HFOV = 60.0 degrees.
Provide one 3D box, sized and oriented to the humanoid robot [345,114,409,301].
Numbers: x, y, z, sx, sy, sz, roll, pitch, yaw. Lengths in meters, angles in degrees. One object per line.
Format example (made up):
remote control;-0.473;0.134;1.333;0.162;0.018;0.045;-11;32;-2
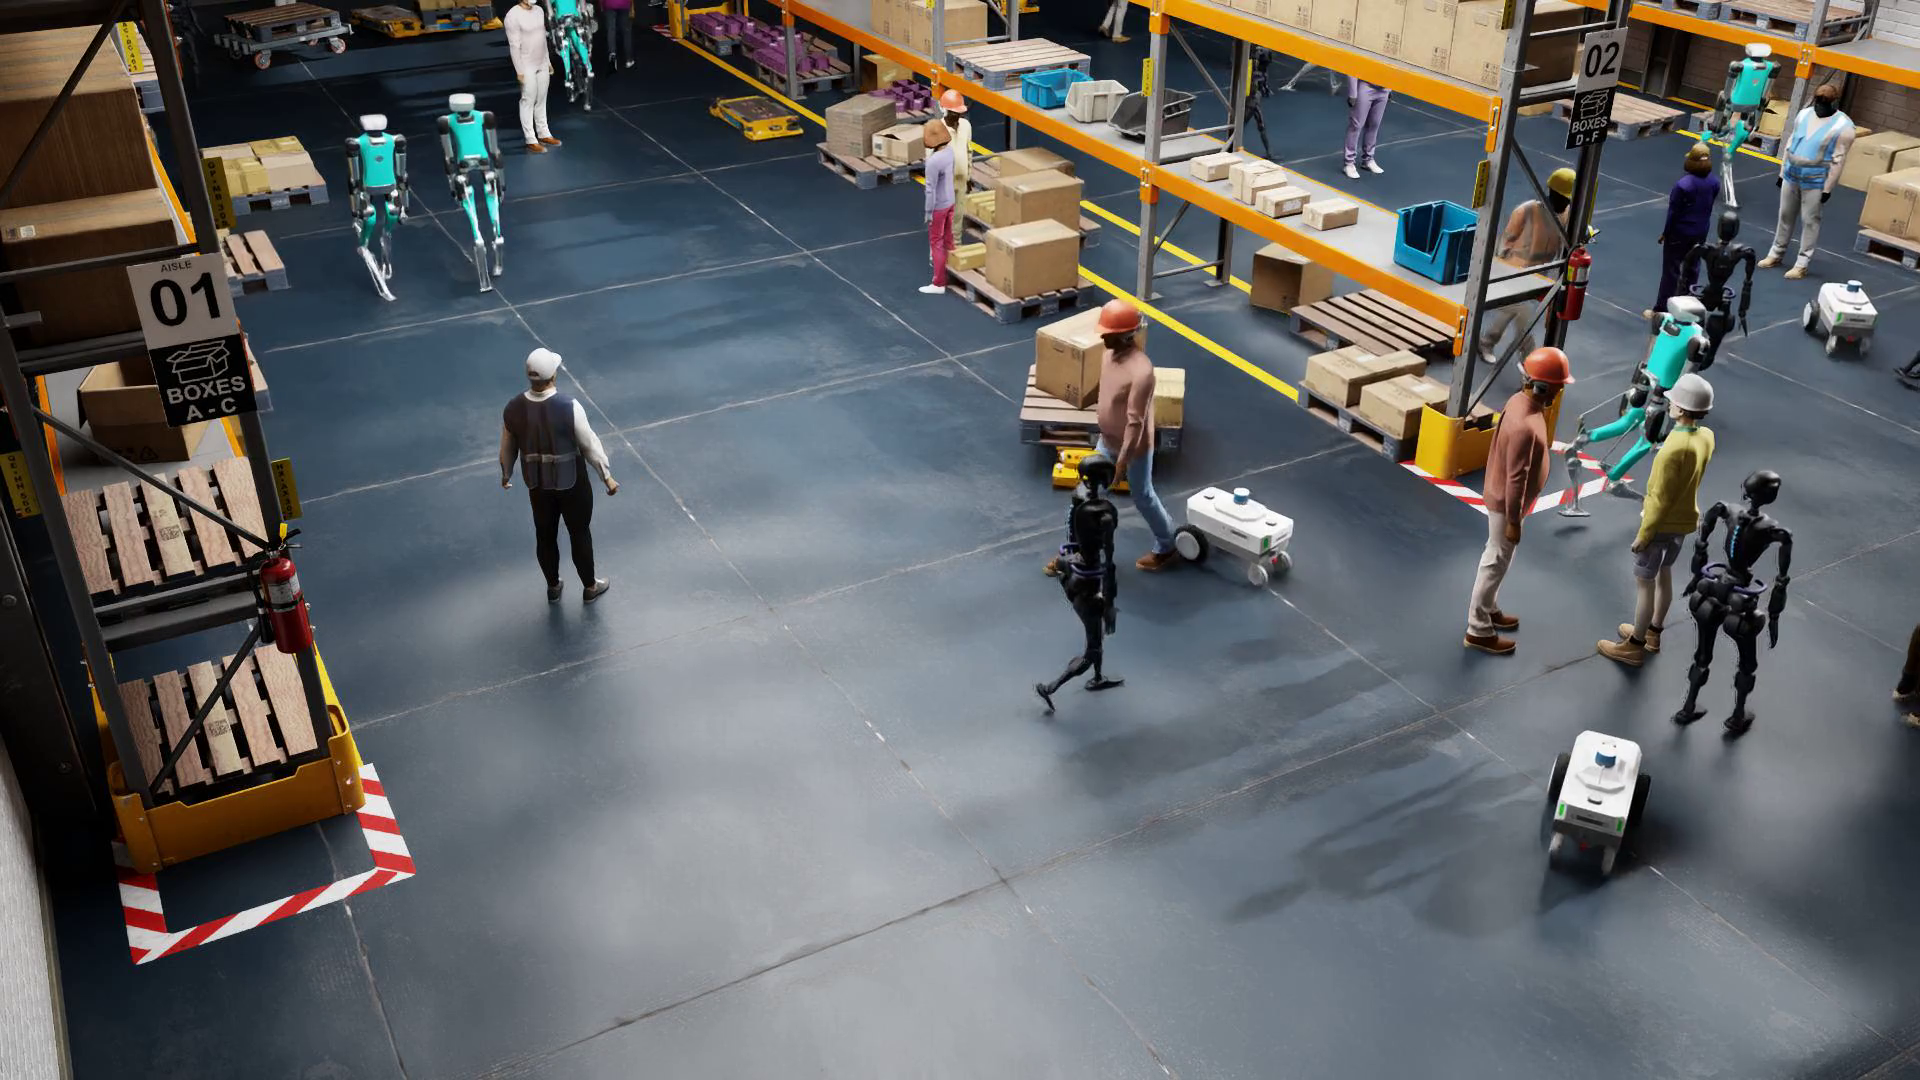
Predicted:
humanoid robot;-5.414;-3.128;15.428;0.579;1.789;0.967;-16;33;-26

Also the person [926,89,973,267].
person;-0.084;-3.442;15.917;0.559;1.743;0.342;-24;38;-36

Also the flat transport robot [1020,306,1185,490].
flat transport robot;1.094;-0.801;12.804;0.659;0.231;1.431;4;30;7

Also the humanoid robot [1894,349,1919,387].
humanoid robot;8.104;-2.059;13.585;0.397;1.649;0.608;23;37;34

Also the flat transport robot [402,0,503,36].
flat transport robot;-7.640;-7.772;24.940;1.431;0.231;0.659;-12;32;-19

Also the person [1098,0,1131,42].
person;2.295;-8.078;23.885;0.430;1.860;0.606;-10;31;-17

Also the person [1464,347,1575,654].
person;3.384;-0.248;10.123;0.404;1.986;0.613;10;31;16

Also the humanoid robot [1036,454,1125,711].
humanoid robot;0.708;0.225;9.624;0.620;1.639;0.595;-10;31;-17

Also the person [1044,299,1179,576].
person;1.048;-0.653;10.851;0.869;1.968;0.627;-13;32;-22

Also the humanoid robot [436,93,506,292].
humanoid robot;-4.494;-3.164;15.541;0.555;1.885;0.777;-9;31;-15

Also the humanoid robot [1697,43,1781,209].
humanoid robot;8.165;-4.429;17.655;0.537;1.765;0.901;-2;30;-3

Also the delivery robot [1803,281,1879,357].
delivery robot;7.753;-1.980;14.559;0.499;0.585;0.784;6;30;11

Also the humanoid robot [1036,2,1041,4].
humanoid robot;1.138;-9.356;26.267;0.315;1.659;0.599;-8;31;-14

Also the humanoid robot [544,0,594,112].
humanoid robot;-4.832;-6.174;20.686;0.567;1.754;0.890;-7;31;-12

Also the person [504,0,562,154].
person;-4.957;-5.496;19.303;0.372;1.940;0.626;13;32;21

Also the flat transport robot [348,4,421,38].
flat transport robot;-8.546;-7.789;24.968;0.659;0.231;1.431;-26;39;-38

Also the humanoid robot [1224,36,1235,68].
humanoid robot;3.777;-7.266;22.660;0.305;1.649;0.611;-4;30;-7

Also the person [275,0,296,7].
person;-10.015;-8.483;24.603;0.431;1.840;0.623;7;31;12

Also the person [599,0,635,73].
person;-4.650;-7.257;22.480;0.507;1.819;0.741;-2;30;-3

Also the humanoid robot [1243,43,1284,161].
humanoid robot;3.415;-5.178;19.071;0.798;1.618;0.614;12;32;20

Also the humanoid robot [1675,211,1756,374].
humanoid robot;5.962;-1.848;13.254;0.610;1.645;0.709;5;30;8

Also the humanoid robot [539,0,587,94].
humanoid robot;-5.021;-6.637;21.520;0.530;1.756;0.949;-26;39;-37

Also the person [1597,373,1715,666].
person;4.230;-0.106;9.969;0.481;1.891;0.381;-23;37;-34

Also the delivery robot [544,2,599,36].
delivery robot;-5.758;-7.722;24.583;0.812;0.611;0.499;-18;35;-29

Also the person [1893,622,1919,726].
person;5.756;0.156;9.480;0.439;1.921;0.766;-2;30;-4

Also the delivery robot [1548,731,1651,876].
delivery robot;3.369;1.347;8.797;0.499;0.614;0.815;14;33;23

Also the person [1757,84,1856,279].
person;8.029;-3.410;15.777;0.428;1.836;0.625;-14;33;-23

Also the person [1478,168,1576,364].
person;4.699;-2.198;13.660;0.589;1.832;1.068;-10;31;-17

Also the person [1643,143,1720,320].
person;6.436;-2.731;14.806;0.457;1.618;0.353;-10;31;-17

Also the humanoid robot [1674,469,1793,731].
humanoid robot;4.408;0.315;9.448;0.456;1.655;0.599;-20;35;-30

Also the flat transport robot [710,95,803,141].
flat transport robot;-2.519;-5.212;20.482;0.659;0.231;1.431;-15;33;-24

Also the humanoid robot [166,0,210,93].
humanoid robot;-10.150;-6.631;21.548;0.481;1.645;0.595;13;32;21

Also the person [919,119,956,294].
person;-0.198;-3.088;15.423;0.292;1.628;0.499;13;32;21

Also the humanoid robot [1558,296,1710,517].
humanoid robot;4.558;-0.818;11.397;1.058;1.733;0.542;-6;30;-10

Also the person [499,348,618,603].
person;-2.573;-0.391;10.594;0.755;1.758;0.431;3;30;4

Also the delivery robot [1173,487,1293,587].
delivery robot;1.873;-0.076;11.236;0.499;0.576;0.768;-26;39;-38

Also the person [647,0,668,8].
person;-4.739;-9.242;26.007;0.573;1.749;0.337;17;34;28

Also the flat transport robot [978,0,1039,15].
flat transport robot;0.660;-8.555;26.303;0.659;0.231;1.431;-12;32;-19

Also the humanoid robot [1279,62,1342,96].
humanoid robot;4.663;-6.621;21.480;0.933;1.774;0.540;7;31;12

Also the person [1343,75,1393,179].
person;4.568;-4.992;18.457;0.650;1.906;0.413;-17;34;-26
